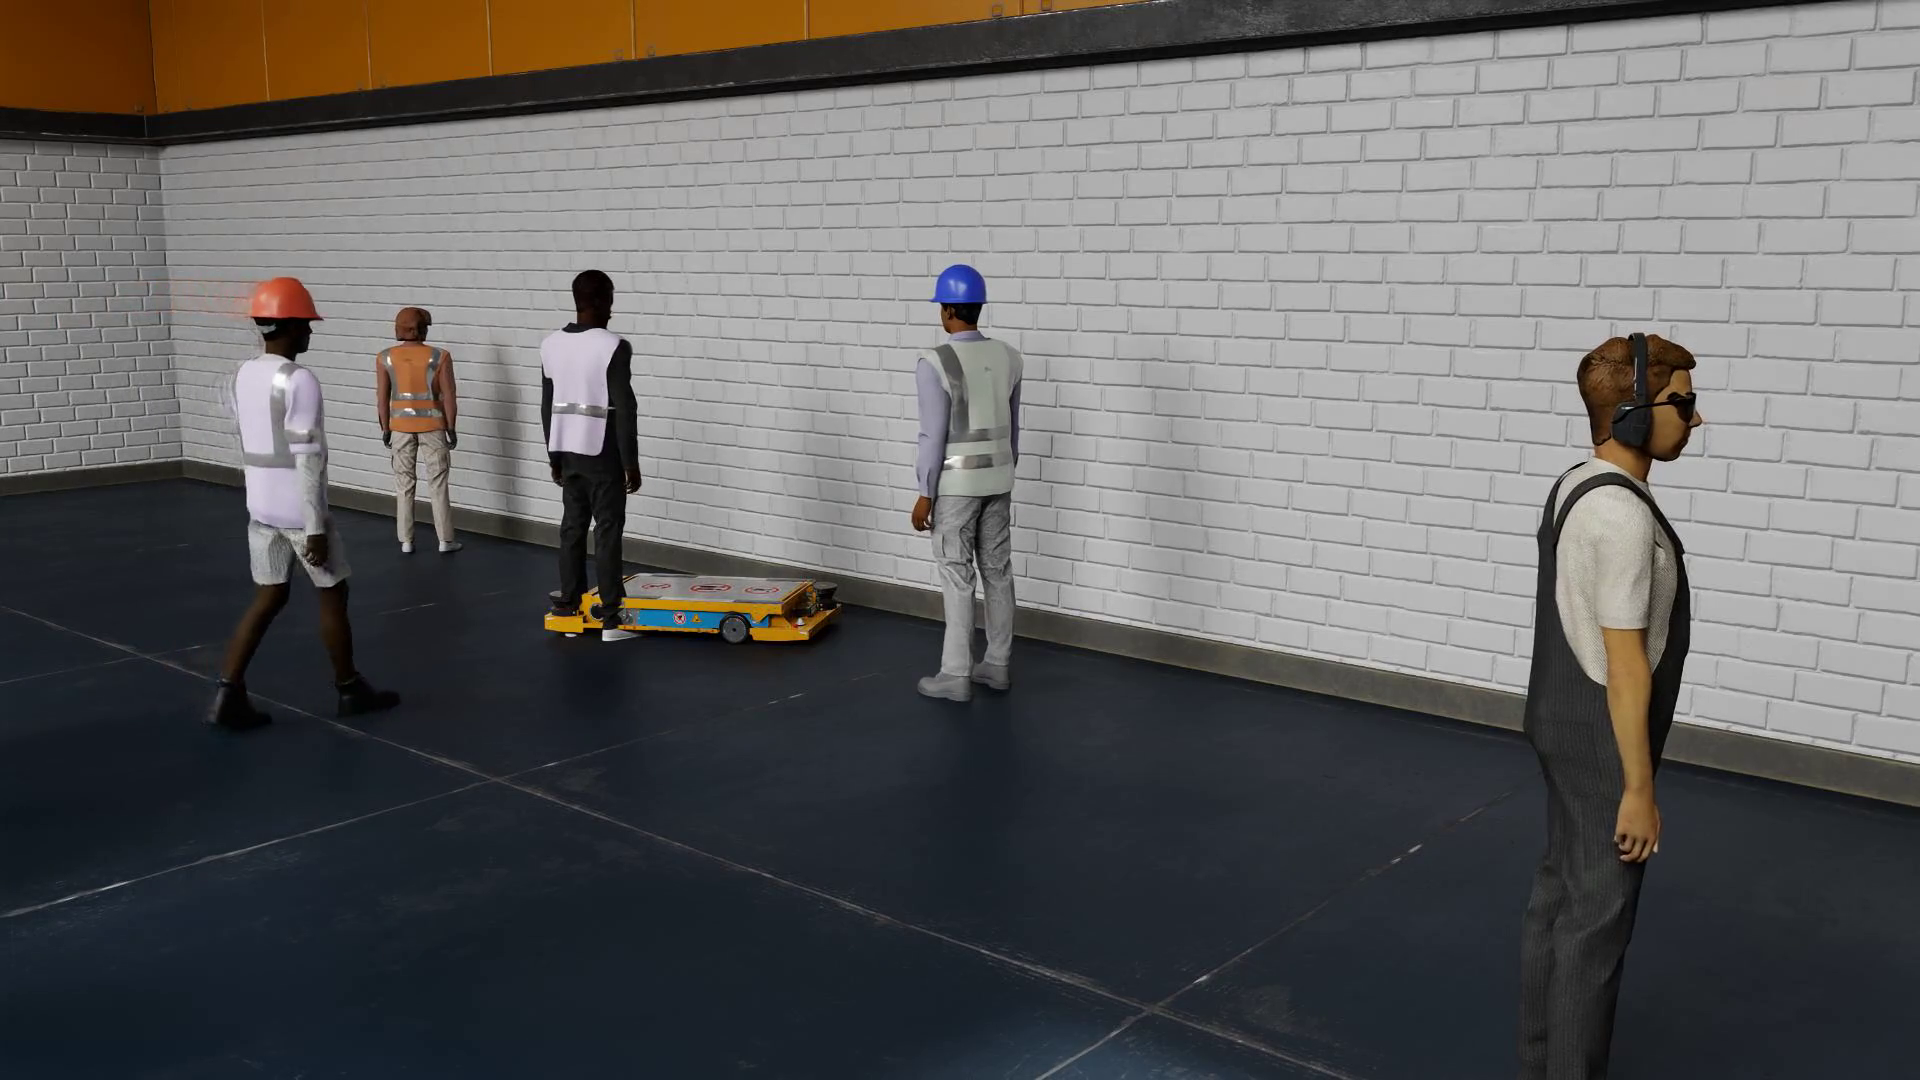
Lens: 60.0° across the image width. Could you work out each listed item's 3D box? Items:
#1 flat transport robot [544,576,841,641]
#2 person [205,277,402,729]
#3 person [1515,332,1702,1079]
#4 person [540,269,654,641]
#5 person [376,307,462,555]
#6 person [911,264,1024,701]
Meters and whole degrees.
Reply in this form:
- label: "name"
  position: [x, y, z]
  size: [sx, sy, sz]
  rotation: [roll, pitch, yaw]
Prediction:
- label: "flat transport robot"
  position: [-1.406, 0.346, 8.844]
  size: [1.431, 0.197, 0.652]
  rotation: [2, 10, 11]
- label: "person"
  position: [-2.833, -0.146, 7.007]
  size: [0.557, 1.925, 0.713]
  rotation: [7, 12, 35]
- label: "person"
  position: [1.418, 0.474, 3.637]
  size: [0.346, 1.846, 0.507]
  rotation: [1, 10, 6]
- label: "person"
  position: [-1.905, -0.430, 8.597]
  size: [0.589, 1.913, 0.395]
  rotation: [6, 12, 31]
- label: "person"
  position: [-3.576, -0.712, 10.987]
  size: [0.515, 1.636, 0.315]
  rotation: [0, 10, -3]
- label: "person"
  position: [0.027, -0.252, 7.475]
  size: [0.602, 1.949, 0.396]
  rotation: [-9, 14, -42]
